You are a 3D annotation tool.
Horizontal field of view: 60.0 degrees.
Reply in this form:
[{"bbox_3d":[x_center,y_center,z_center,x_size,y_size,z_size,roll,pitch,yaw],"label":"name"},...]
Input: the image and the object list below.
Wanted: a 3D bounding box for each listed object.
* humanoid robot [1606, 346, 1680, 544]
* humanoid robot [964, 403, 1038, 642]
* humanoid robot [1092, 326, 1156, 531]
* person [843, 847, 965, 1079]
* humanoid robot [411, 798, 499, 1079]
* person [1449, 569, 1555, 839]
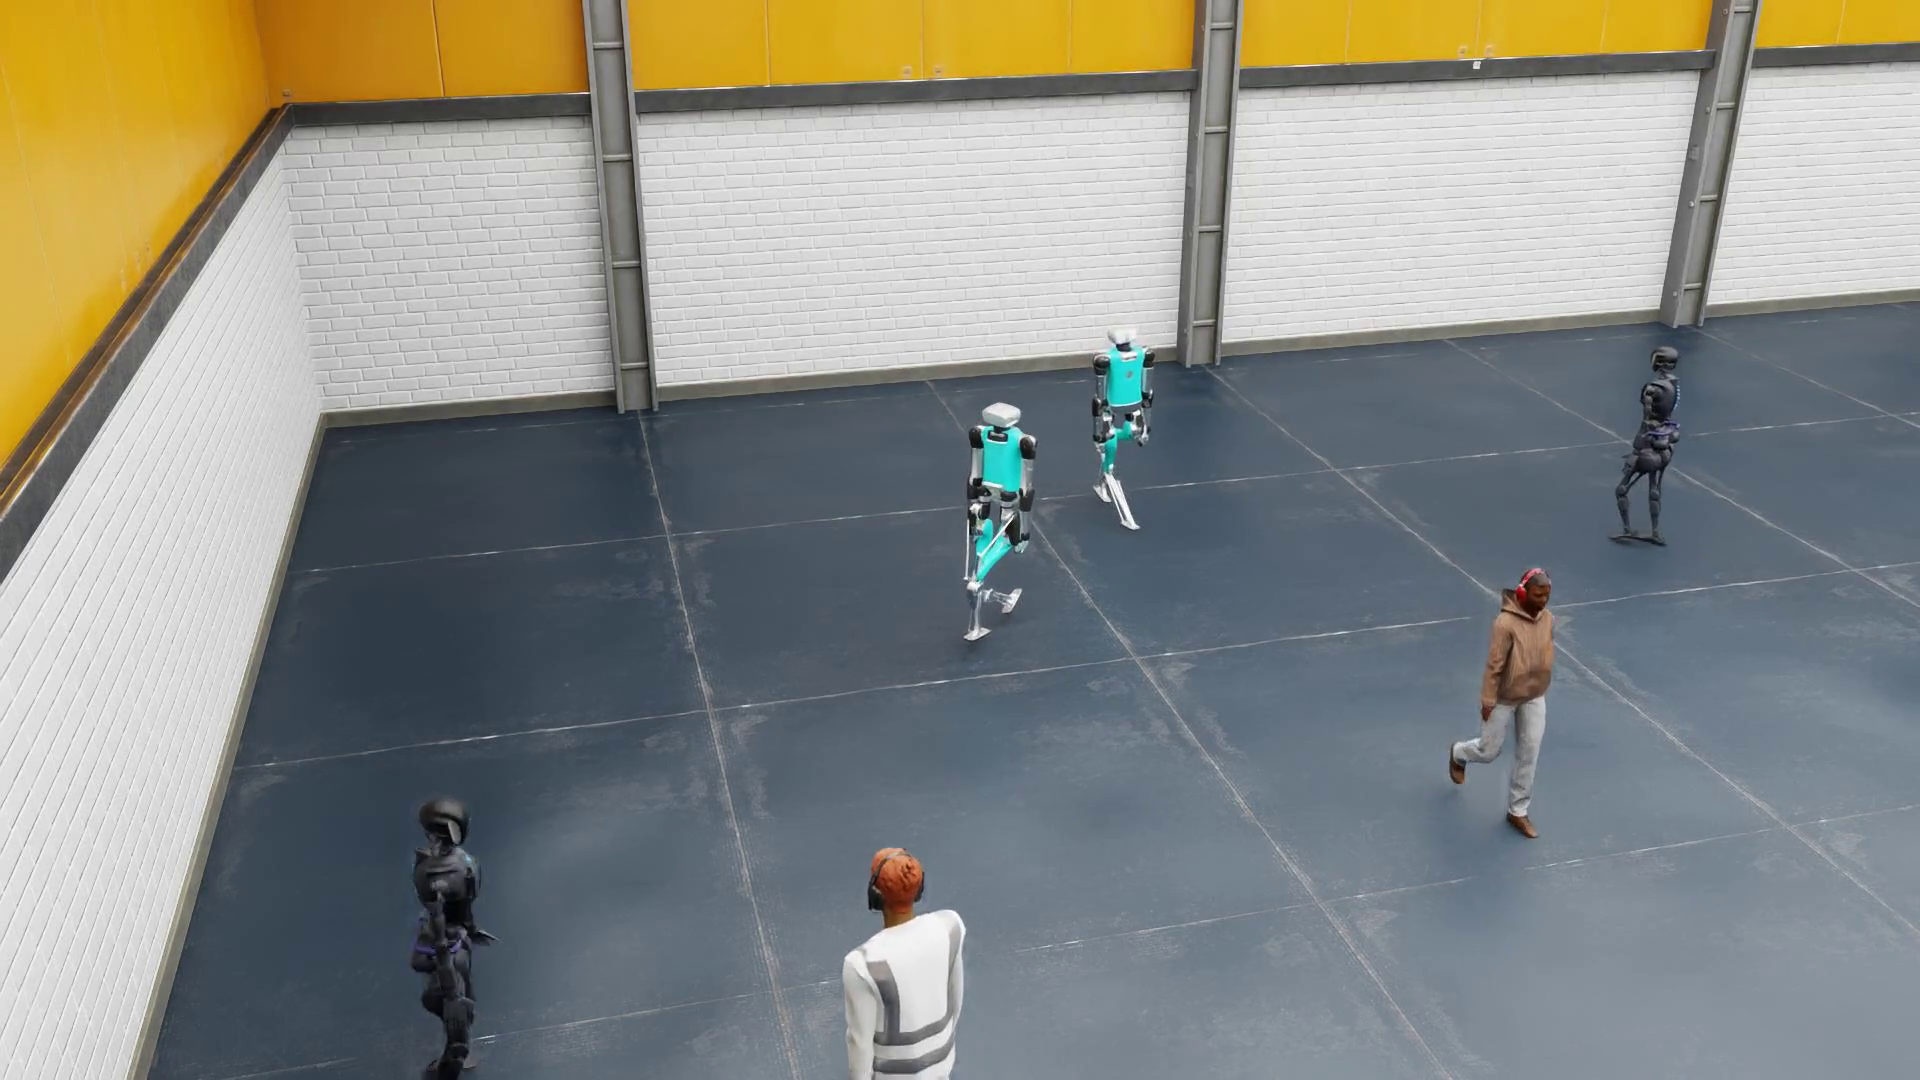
[{"bbox_3d":[5.545,-0.758,13.326,0.451,1.647,0.590,21,31,39],"label":"humanoid robot"},{"bbox_3d":[0.189,-0.066,11.683,0.543,1.725,1.018,15,28,30],"label":"humanoid robot"},{"bbox_3d":[1.246,-0.980,13.816,0.555,1.761,1.043,-8,25,-19],"label":"humanoid robot"},{"bbox_3d":[-0.232,2.075,6.680,0.590,1.853,0.664,-15,28,-31],"label":"person"},{"bbox_3d":[-2.341,1.855,7.426,0.515,1.631,0.599,-3,24,-6],"label":"humanoid robot"},{"bbox_3d":[3.189,0.884,9.649,0.473,1.626,0.649,-7,25,-15],"label":"person"}]
